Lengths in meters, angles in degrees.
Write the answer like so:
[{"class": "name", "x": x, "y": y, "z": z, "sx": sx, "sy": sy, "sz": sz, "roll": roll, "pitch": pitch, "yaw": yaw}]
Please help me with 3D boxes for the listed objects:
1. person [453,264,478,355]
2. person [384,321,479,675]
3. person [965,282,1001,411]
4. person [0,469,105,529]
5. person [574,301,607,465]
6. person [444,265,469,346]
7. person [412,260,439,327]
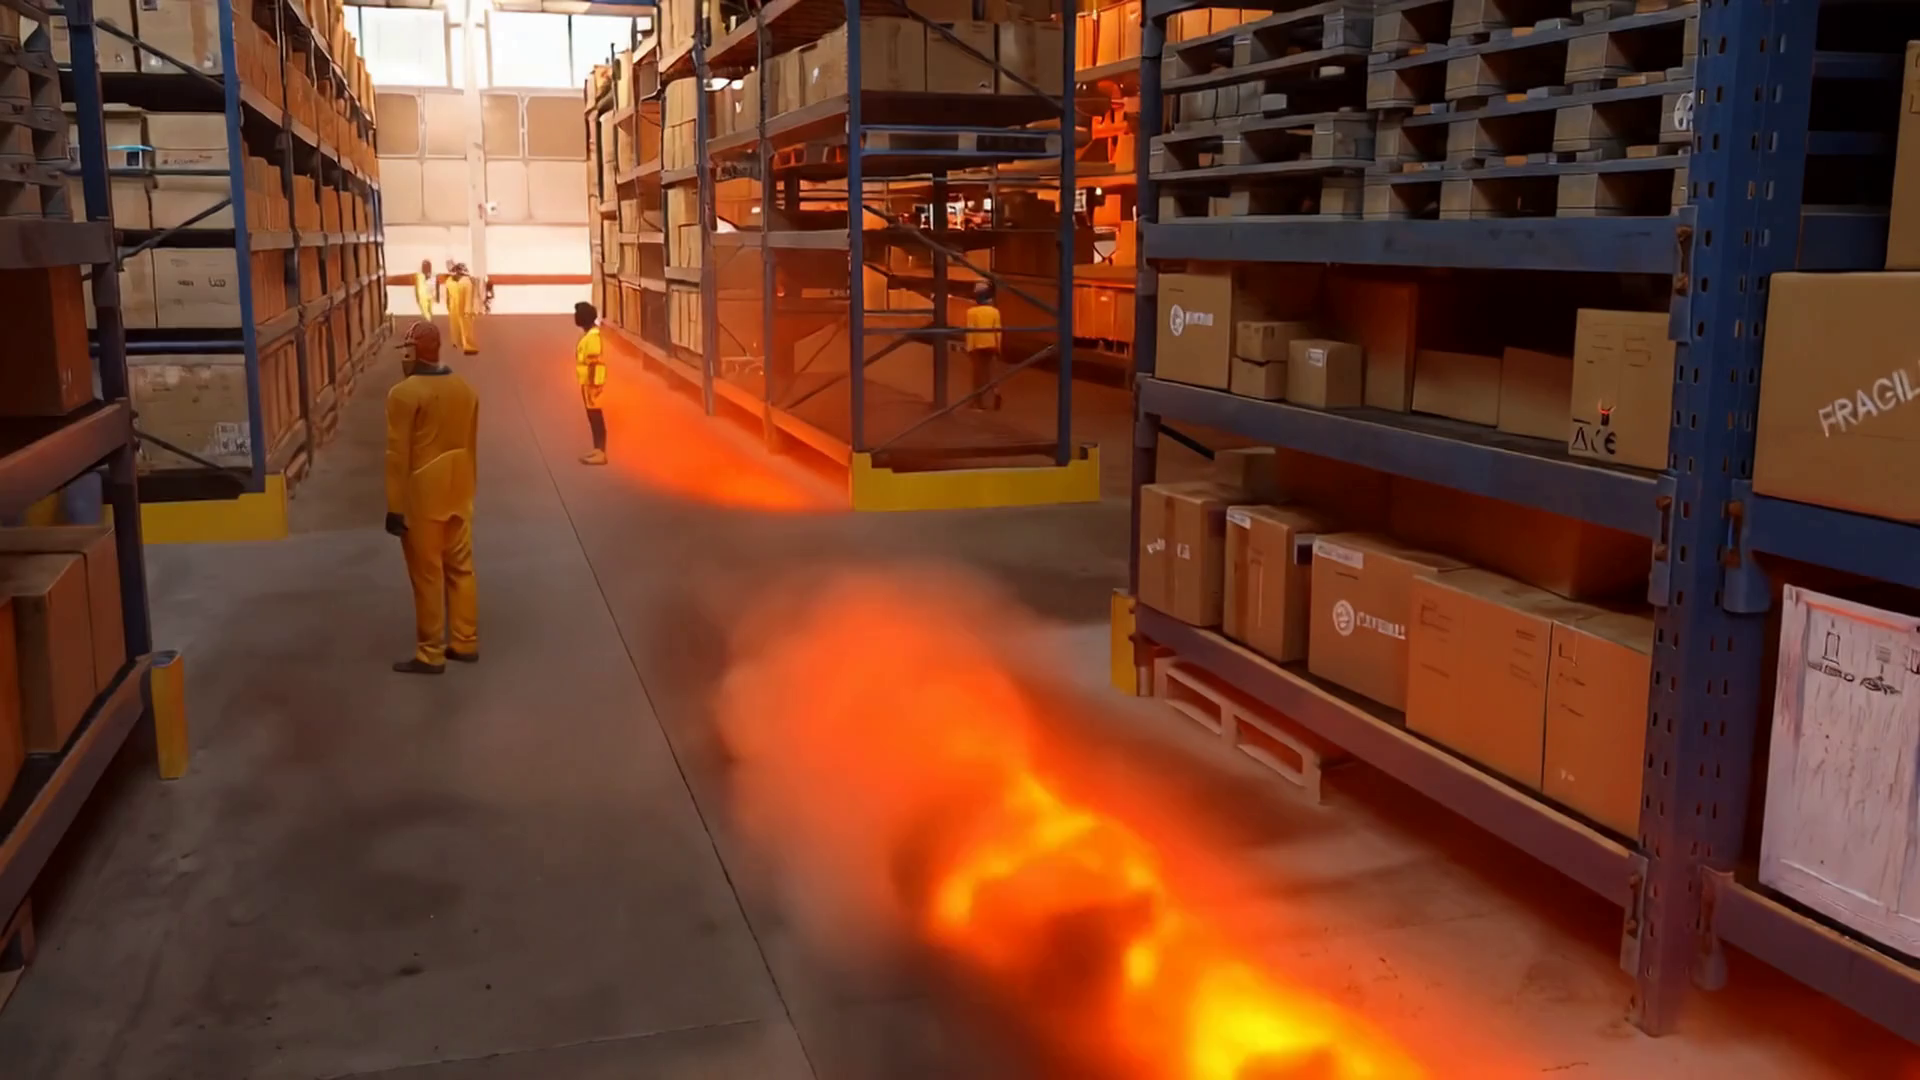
[{"class": "person", "x": -9.850, "y": -4.585, "z": 33.146, "sx": 0.415, "sy": 1.821, "sz": 0.609, "roll": -3, "pitch": 11, "yaw": -15}, {"class": "person", "x": -2.881, "y": -0.229, "z": 9.025, "sx": 0.400, "sy": 1.901, "sz": 0.642, "roll": 4, "pitch": 11, "yaw": 20}, {"class": "person", "x": 0.320, "y": -2.592, "z": 22.358, "sx": 0.535, "sy": 1.747, "sz": 0.645, "roll": -4, "pitch": 11, "yaw": -21}, {"class": "person", "x": -4.398, "y": 0.032, "z": 7.820, "sx": 0.851, "sy": 1.809, "sz": 0.664, "roll": -2, "pitch": 11, "yaw": -13}, {"class": "person", "x": -3.836, "y": -1.623, "z": 17.237, "sx": 0.317, "sy": 1.691, "sz": 0.535, "roll": -4, "pitch": 11, "yaw": -21}, {"class": "person", "x": -10.880, "y": -5.087, "z": 36.060, "sx": 0.572, "sy": 1.746, "sz": 0.341, "roll": -4, "pitch": 11, "yaw": -20}, {"class": "person", "x": -12.707, "y": -5.757, "z": 39.632, "sx": 0.648, "sy": 1.792, "sz": 0.922, "roll": -7, "pitch": 13, "yaw": -35}]
